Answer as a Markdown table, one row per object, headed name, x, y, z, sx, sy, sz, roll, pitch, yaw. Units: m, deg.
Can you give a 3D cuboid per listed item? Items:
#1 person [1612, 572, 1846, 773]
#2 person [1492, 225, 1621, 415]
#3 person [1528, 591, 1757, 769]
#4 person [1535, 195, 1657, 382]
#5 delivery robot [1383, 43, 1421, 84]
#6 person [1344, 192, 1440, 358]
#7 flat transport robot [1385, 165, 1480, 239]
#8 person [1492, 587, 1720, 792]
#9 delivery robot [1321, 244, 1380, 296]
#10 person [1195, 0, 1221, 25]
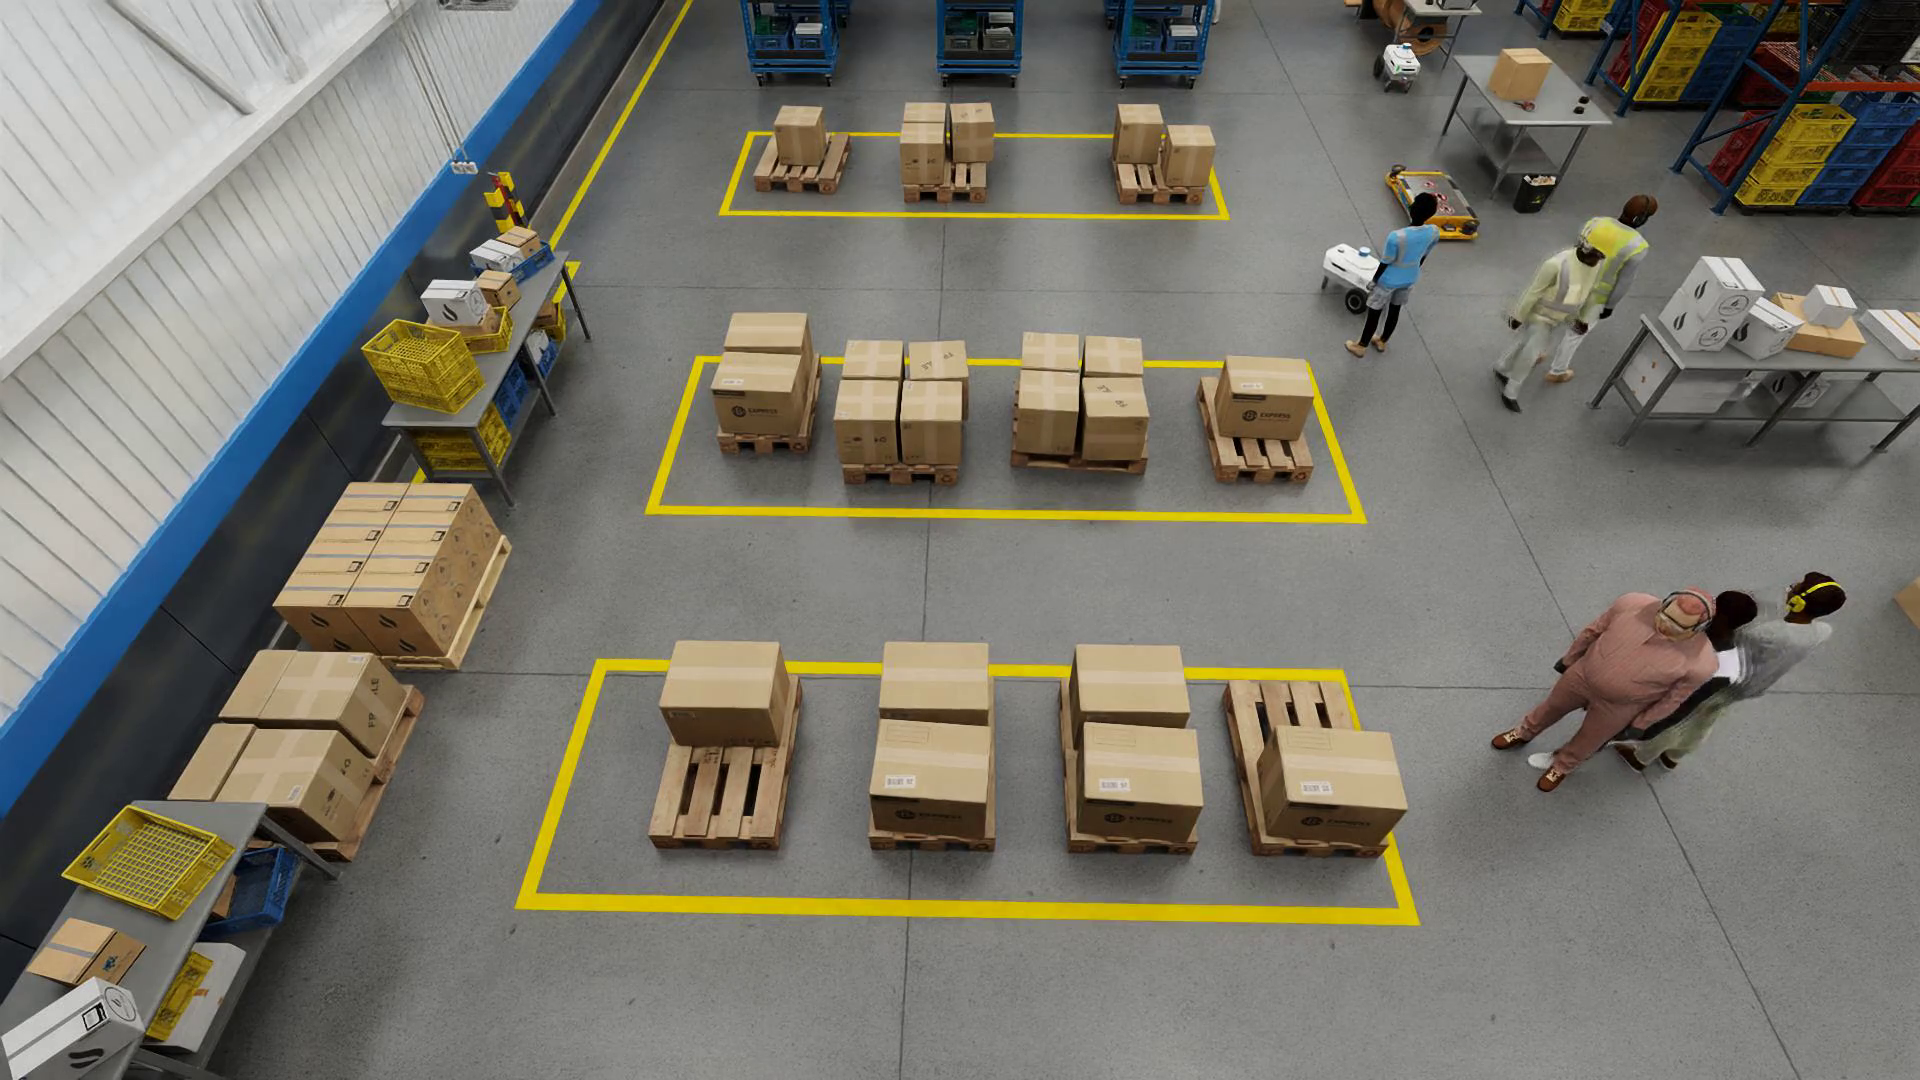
| name | x | y | z | sx | sy | sz | roll | pitch | yaw |
| --- | --- | --- | --- | --- | --- | --- | --- | --- | --- |
| person | 4.784 | 0.880 | 5.716 | 0.516 | 1.859 | 0.329 | -6 | 49 | -6 |
| person | 5.368 | -1.977 | 8.226 | 0.592 | 1.790 | 0.717 | -16 | 51 | -13 |
| person | 4.249 | 0.914 | 5.658 | 0.548 | 1.898 | 0.607 | 5 | 49 | 4 |
| person | 5.829 | -2.315 | 8.492 | 0.430 | 1.837 | 0.624 | -17 | 51 | -15 |
| delivery robot | 6.384 | -6.916 | 13.255 | 0.477 | 0.478 | 0.707 | 2 | 49 | 2 |
| person | 4.146 | -2.500 | 8.740 | 0.535 | 1.700 | 0.318 | -13 | 50 | -11 |
| flat transport robot | 5.692 | -4.094 | 11.059 | 0.652 | 0.197 | 1.431 | 1 | 49 | 1 |
| person | 3.985 | 0.917 | 5.649 | 0.408 | 1.907 | 0.638 | -22 | 53 | -18 |
| delivery robot | 4.230 | -2.878 | 9.760 | 0.477 | 0.478 | 0.707 | -29 | 55 | -23 |
| person | 4.034 | -9.030 | 14.431 | 0.515 | 1.641 | 0.309 | 5 | 49 | 4 |
